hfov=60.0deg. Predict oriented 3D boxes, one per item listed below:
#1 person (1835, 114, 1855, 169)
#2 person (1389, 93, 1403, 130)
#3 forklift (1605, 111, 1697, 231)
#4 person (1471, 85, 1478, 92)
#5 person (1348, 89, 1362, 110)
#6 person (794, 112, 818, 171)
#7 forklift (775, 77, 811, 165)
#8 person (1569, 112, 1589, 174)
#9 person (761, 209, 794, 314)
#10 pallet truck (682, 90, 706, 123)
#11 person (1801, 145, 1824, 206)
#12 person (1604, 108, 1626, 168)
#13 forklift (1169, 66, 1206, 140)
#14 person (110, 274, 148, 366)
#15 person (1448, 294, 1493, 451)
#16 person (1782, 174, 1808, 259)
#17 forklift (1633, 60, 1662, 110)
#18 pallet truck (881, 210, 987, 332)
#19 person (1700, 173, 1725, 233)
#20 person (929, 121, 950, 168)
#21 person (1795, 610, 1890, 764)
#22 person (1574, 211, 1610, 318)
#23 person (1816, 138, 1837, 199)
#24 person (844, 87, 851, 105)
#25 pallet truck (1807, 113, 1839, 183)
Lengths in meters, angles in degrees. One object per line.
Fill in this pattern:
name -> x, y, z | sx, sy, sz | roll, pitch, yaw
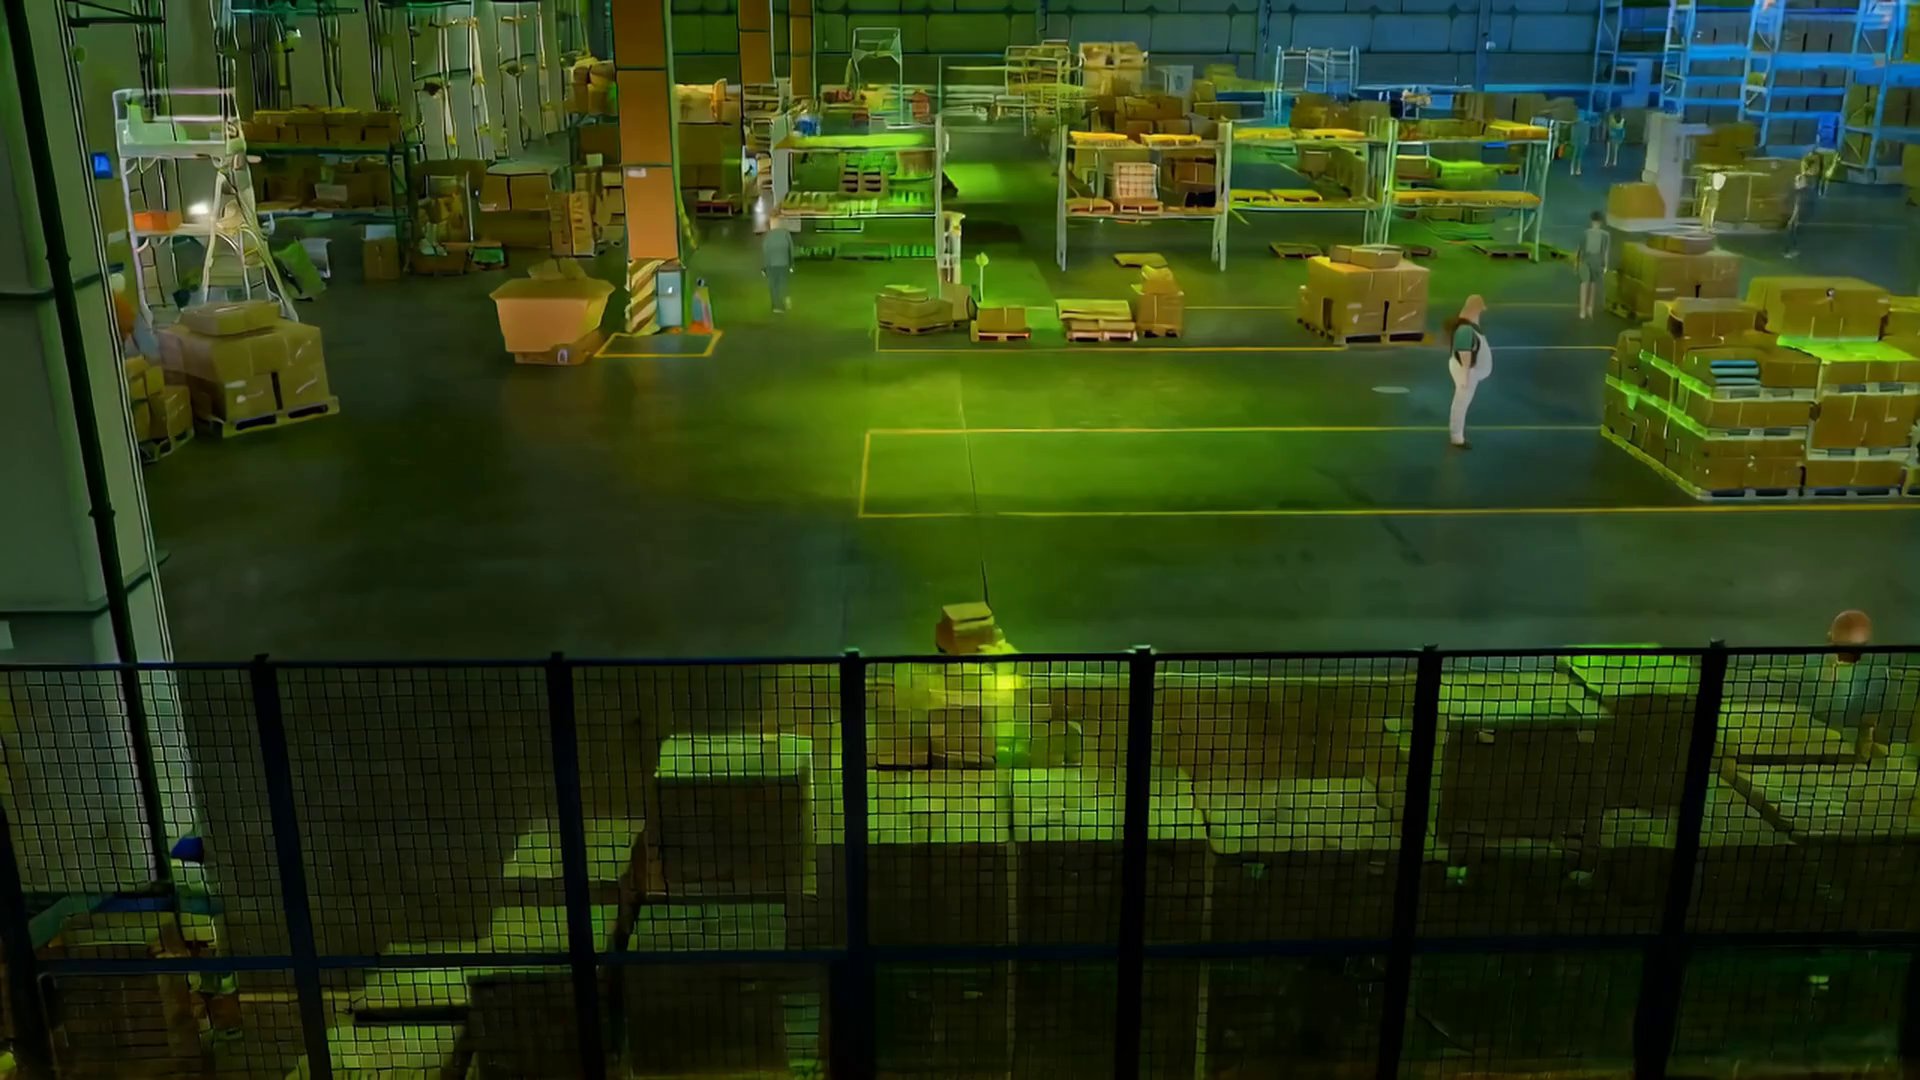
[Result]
person -> 28.654, -12.943, 54.021 | 0.947, 1.829, 0.640 | 4, 19, 12
person -> 16.003, -15.469, 61.207 | 0.643, 1.938, 1.026 | -5, 19, -14
forklift -> 17.028, -9.031, 40.662 | 1.873, 2.768, 1.129 | -1, 19, -2
person -> 20.317, -17.091, 66.083 | 0.529, 1.900, 0.590 | 15, 24, 38
person -> 15.175, -16.418, 64.105 | 0.625, 1.909, 0.983 | -6, 20, -18
person -> -4.965, -12.817, 53.489 | 0.581, 1.863, 1.076 | 17, 25, 41
forklift -> -5.920, -13.893, 55.085 | 1.873, 2.768, 1.129 | -1, 19, -1
person -> 19.536, -12.526, 52.484 | 0.373, 1.940, 0.629 | -13, 23, -34
person -> -3.335, -5.080, 30.427 | 0.594, 1.911, 0.453 | -8, 20, -24
pallet truck -> -9.671, -15.907, 62.421 | 0.823, 1.965, 1.885 | 5, 19, 15
person -> 23.043, -9.844, 44.994 | 0.533, 1.625, 0.461 | 5, 19, 15
person -> 21.368, -13.122, 54.283 | 0.589, 1.919, 0.393 | 5, 19, 15
forklift -> 8.249, -16.284, 62.179 | 1.129, 2.768, 1.873 | -12, 22, -32
person -> -12.290, -3.048, 24.561 | 0.645, 1.801, 0.902 | 12, 22, 33
person -> 6.648, -2.195, 21.677 | 0.538, 2.000, 0.690 | 5, 19, 14
person -> 18.365, -7.104, 36.539 | 0.511, 1.853, 0.394 | -17, 25, -40
forklift -> 27.085, -17.638, 66.194 | 1.873, 2.768, 1.129 | -1, 19, -2
pallet truck -> -0.493, -4.759, 29.349 | 1.885, 1.965, 0.823 | -13, 23, -34
person -> 16.141, -6.905, 35.790 | 0.386, 1.959, 0.598 | 4, 19, 11
person -> -0.624, -11.613, 49.843 | 0.637, 1.886, 0.999 | -1, 19, -3
person -> 5.901, 1.371, 11.266 | 0.543, 1.931, 0.371 | 17, 25, 41
person -> 11.464, -5.012, 30.219 | 0.565, 1.916, 0.510 | 7, 20, 20
person -> 24.301, -10.452, 46.747 | 0.537, 1.650, 0.862 | 9, 20, 24
person -> -4.621, -17.684, 68.157 | 0.315, 1.696, 0.540 | -7, 20, -19
pallet truck -> 26.403, -11.957, 50.702 | 0.823, 1.965, 1.885 | 6, 19, 16
